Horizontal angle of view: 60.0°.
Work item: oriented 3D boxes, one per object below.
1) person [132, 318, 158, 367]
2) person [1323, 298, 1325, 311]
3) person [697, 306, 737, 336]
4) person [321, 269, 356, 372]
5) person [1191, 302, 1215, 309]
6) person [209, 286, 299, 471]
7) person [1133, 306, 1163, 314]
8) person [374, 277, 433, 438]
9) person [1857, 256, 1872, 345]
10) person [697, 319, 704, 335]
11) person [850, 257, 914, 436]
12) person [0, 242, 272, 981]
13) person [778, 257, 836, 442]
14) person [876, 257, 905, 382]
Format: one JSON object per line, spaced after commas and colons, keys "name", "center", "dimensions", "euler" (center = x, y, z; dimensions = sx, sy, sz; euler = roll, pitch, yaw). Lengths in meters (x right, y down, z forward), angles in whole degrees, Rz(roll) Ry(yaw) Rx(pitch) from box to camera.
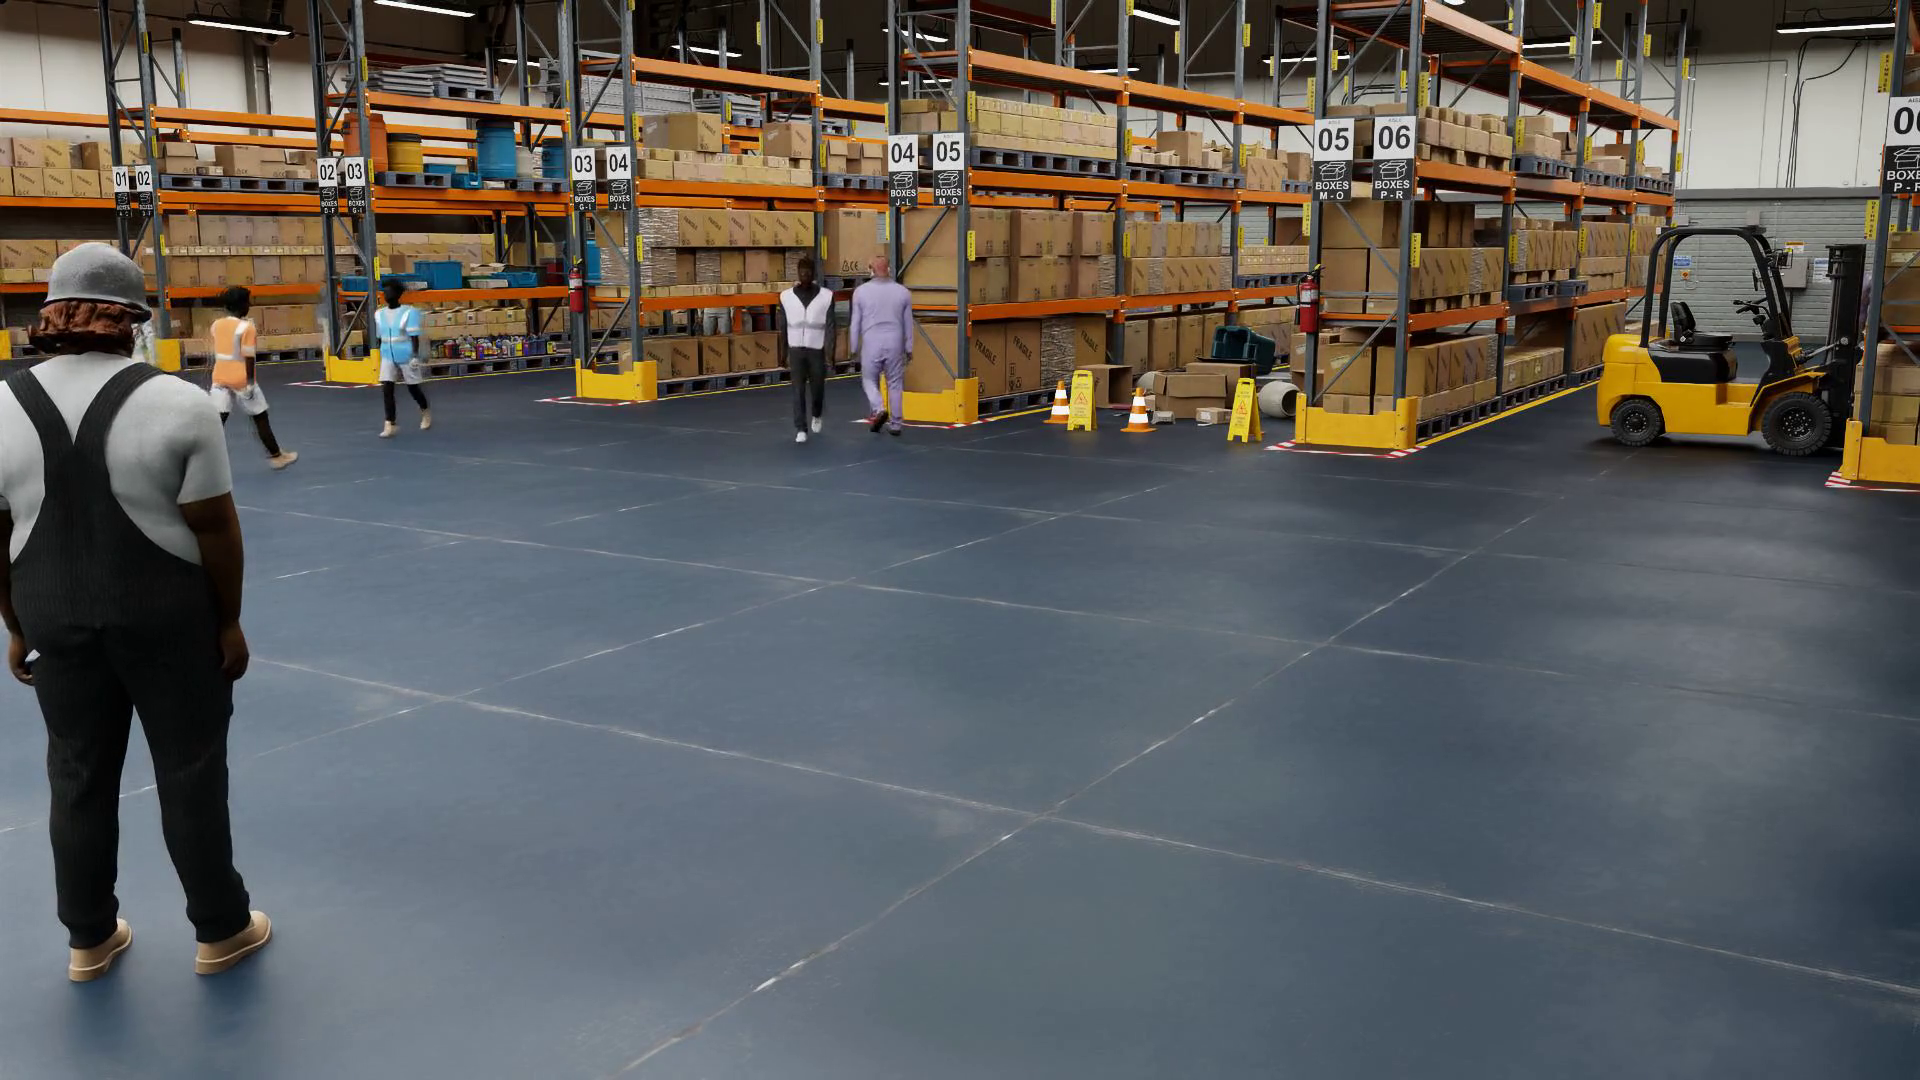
{"name": "person", "center": [-8.256, -1.754, 16.399], "dimensions": [0.511, 1.711, 0.784], "euler": [0, 10, 0]}
{"name": "person", "center": [7.072, -4.694, 33.223], "dimensions": [0.553, 1.624, 0.449], "euler": [9, 13, 40]}
{"name": "person", "center": [-3.693, -3.443, 25.299], "dimensions": [0.626, 1.931, 0.373], "euler": [0, 10, 1]}
{"name": "person", "center": [-9.866, -3.481, 26.392], "dimensions": [0.516, 1.598, 0.773], "euler": [4, 11, 22]}
{"name": "person", "center": [4.732, -4.795, 32.696], "dimensions": [0.625, 1.990, 0.431], "euler": [1, 10, 6]}
{"name": "person", "center": [-6.288, -1.386, 14.540], "dimensions": [0.548, 1.641, 0.888], "euler": [4, 11, 23]}
{"name": "person", "center": [2.999, -3.699, 26.771], "dimensions": [0.556, 1.918, 0.806], "euler": [6, 12, 31]}
{"name": "person", "center": [-5.868, -1.927, 17.516], "dimensions": [0.534, 1.673, 0.735], "euler": [2, 10, 9]}
{"name": "person", "center": [12.784, -3.174, 23.815], "dimensions": [0.588, 1.918, 0.397], "euler": [6, 12, 30]}
{"name": "person", "center": [-5.526, -5.456, 36.514], "dimensions": [0.613, 1.943, 0.844], "euler": [7, 12, 34]}
{"name": "person", "center": [-0.812, -2.019, 17.437], "dimensions": [0.690, 1.886, 0.477], "euler": [-3, 11, -16]}
{"name": "person", "center": [-2.291, 0.196, 4.594], "dimensions": [0.675, 2.000, 0.536], "euler": [-1, 10, -5]}
{"name": "person", "center": [-1.579, -1.977, 17.189], "dimensions": [0.601, 1.889, 0.733], "euler": [-1, 10, -3]}
{"name": "person", "center": [-1.065, -3.151, 23.938], "dimensions": [0.522, 1.830, 0.706], "euler": [9, 14, 42]}
